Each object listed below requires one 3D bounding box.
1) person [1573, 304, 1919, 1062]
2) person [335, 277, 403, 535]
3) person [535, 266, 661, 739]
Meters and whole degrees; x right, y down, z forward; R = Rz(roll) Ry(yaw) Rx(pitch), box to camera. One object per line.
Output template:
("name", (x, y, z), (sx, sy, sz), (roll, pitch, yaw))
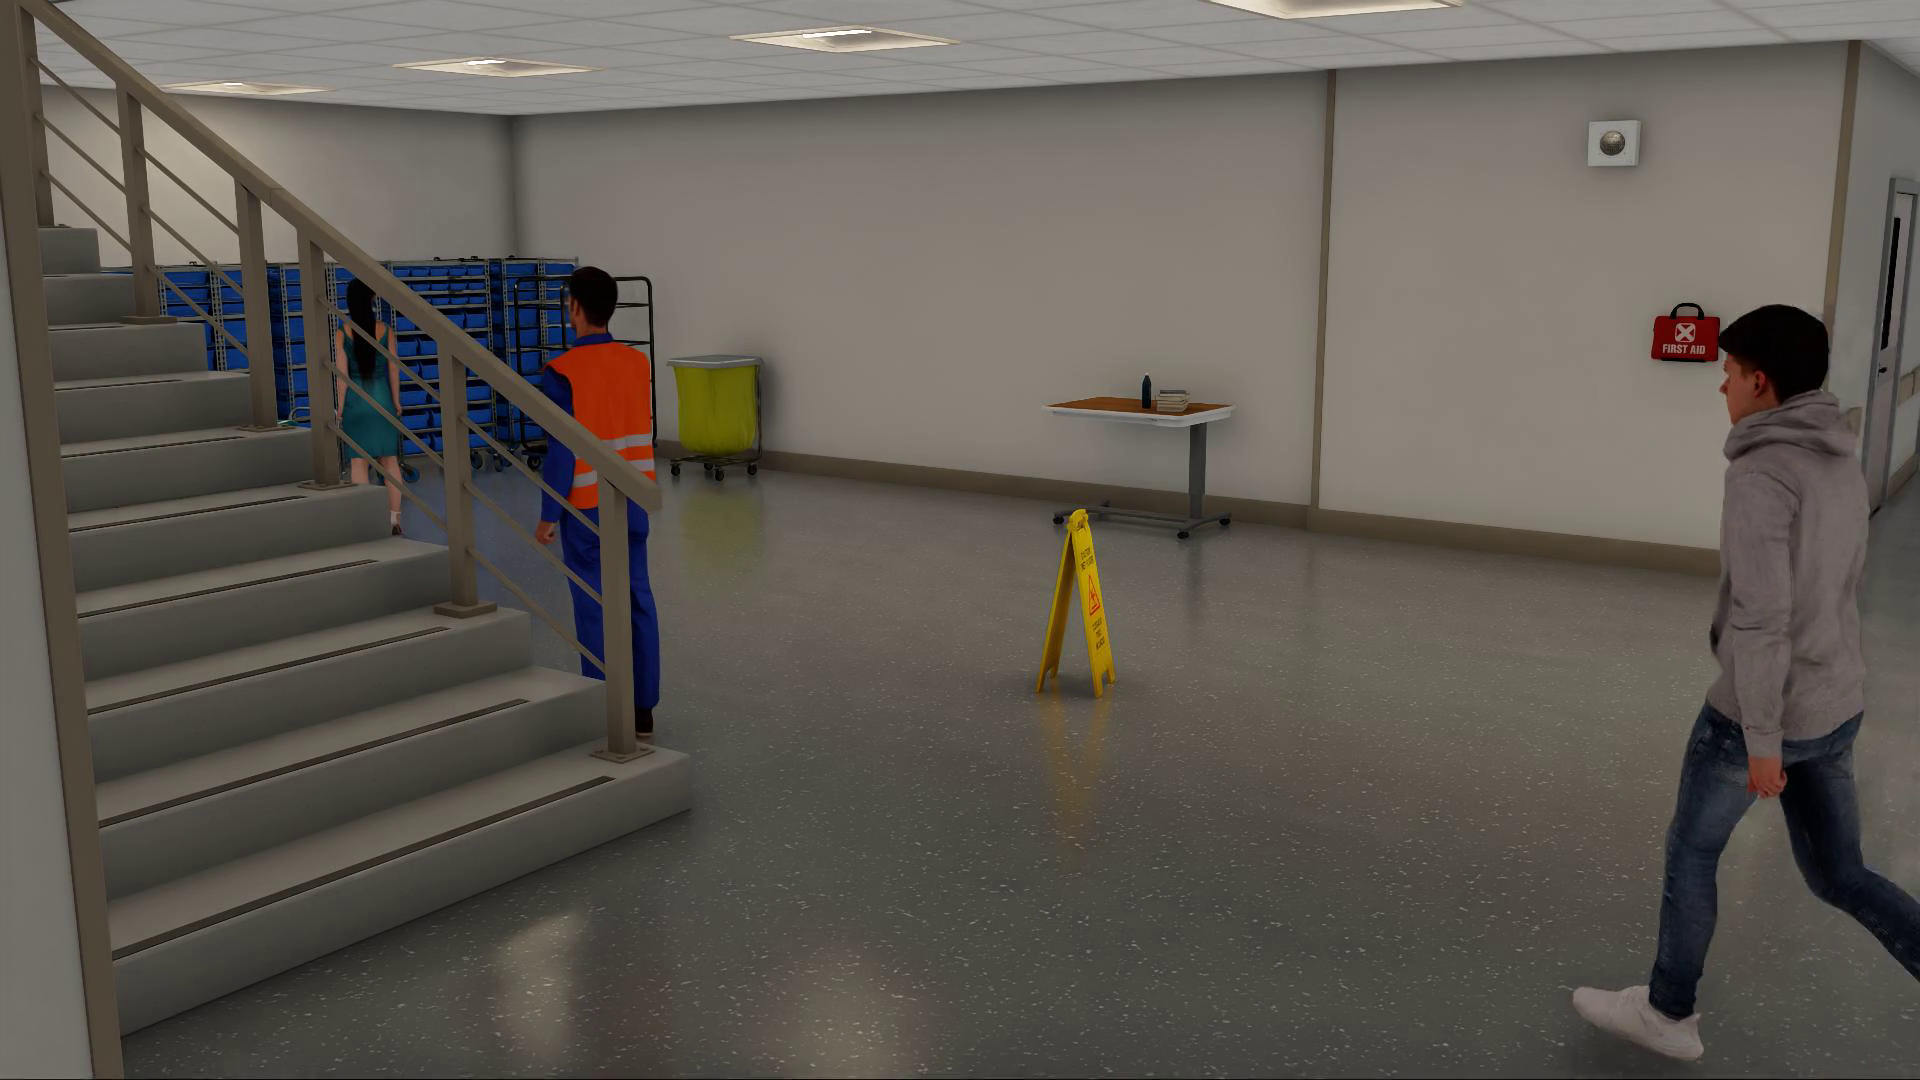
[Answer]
("person", (1.949, 0.425, 3.713), (0.872, 1.808, 1.310), (-9, 14, -40))
("person", (-3.830, -0.852, 10.764), (0.619, 1.686, 0.593), (-7, 13, -32))
("person", (-1.389, -0.123, 6.451), (0.582, 1.863, 0.674), (8, 13, 35))
